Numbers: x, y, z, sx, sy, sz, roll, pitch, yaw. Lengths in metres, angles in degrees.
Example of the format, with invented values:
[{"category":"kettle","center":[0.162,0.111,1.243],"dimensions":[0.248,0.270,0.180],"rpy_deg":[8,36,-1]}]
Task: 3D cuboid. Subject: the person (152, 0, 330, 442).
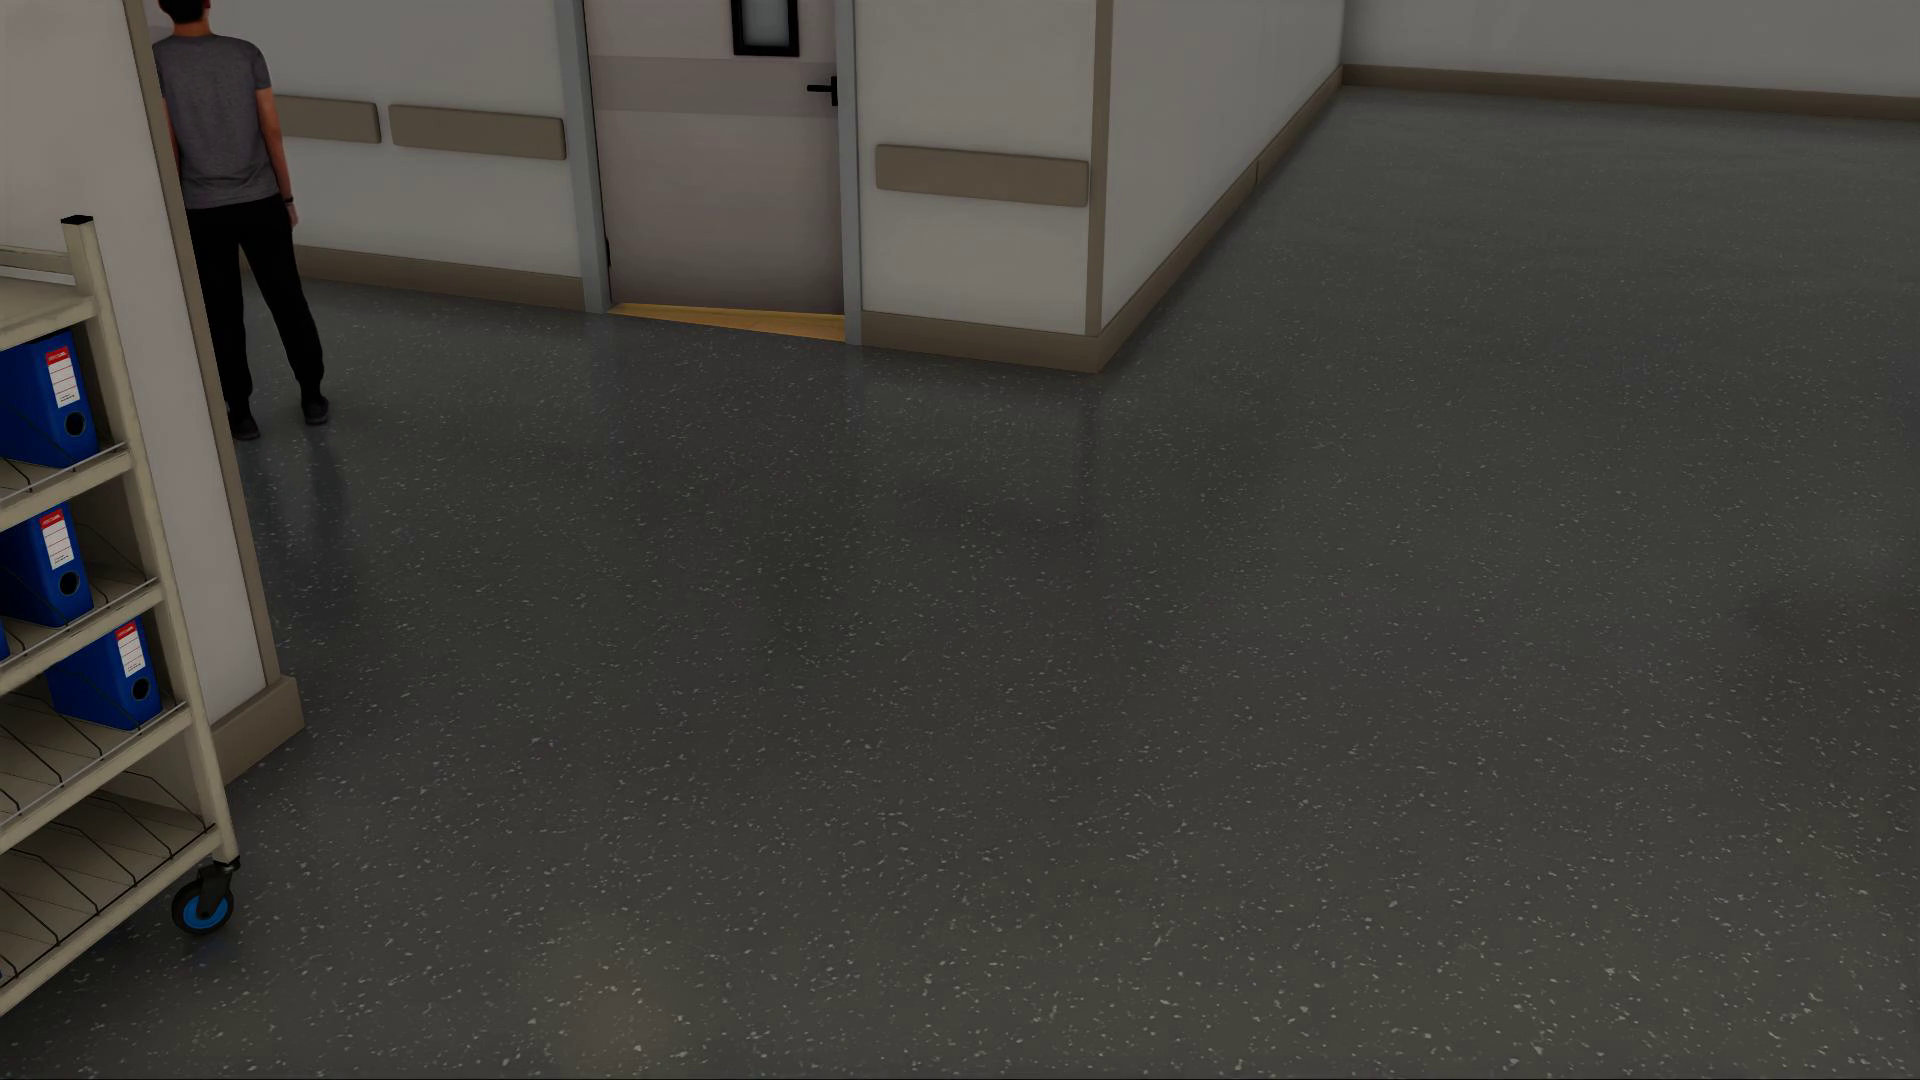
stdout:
[{"category":"person","center":[-2.720,-1.250,6.200],"dimensions":[0.671,1.753,0.760],"rpy_deg":[-16,30,-30]}]
